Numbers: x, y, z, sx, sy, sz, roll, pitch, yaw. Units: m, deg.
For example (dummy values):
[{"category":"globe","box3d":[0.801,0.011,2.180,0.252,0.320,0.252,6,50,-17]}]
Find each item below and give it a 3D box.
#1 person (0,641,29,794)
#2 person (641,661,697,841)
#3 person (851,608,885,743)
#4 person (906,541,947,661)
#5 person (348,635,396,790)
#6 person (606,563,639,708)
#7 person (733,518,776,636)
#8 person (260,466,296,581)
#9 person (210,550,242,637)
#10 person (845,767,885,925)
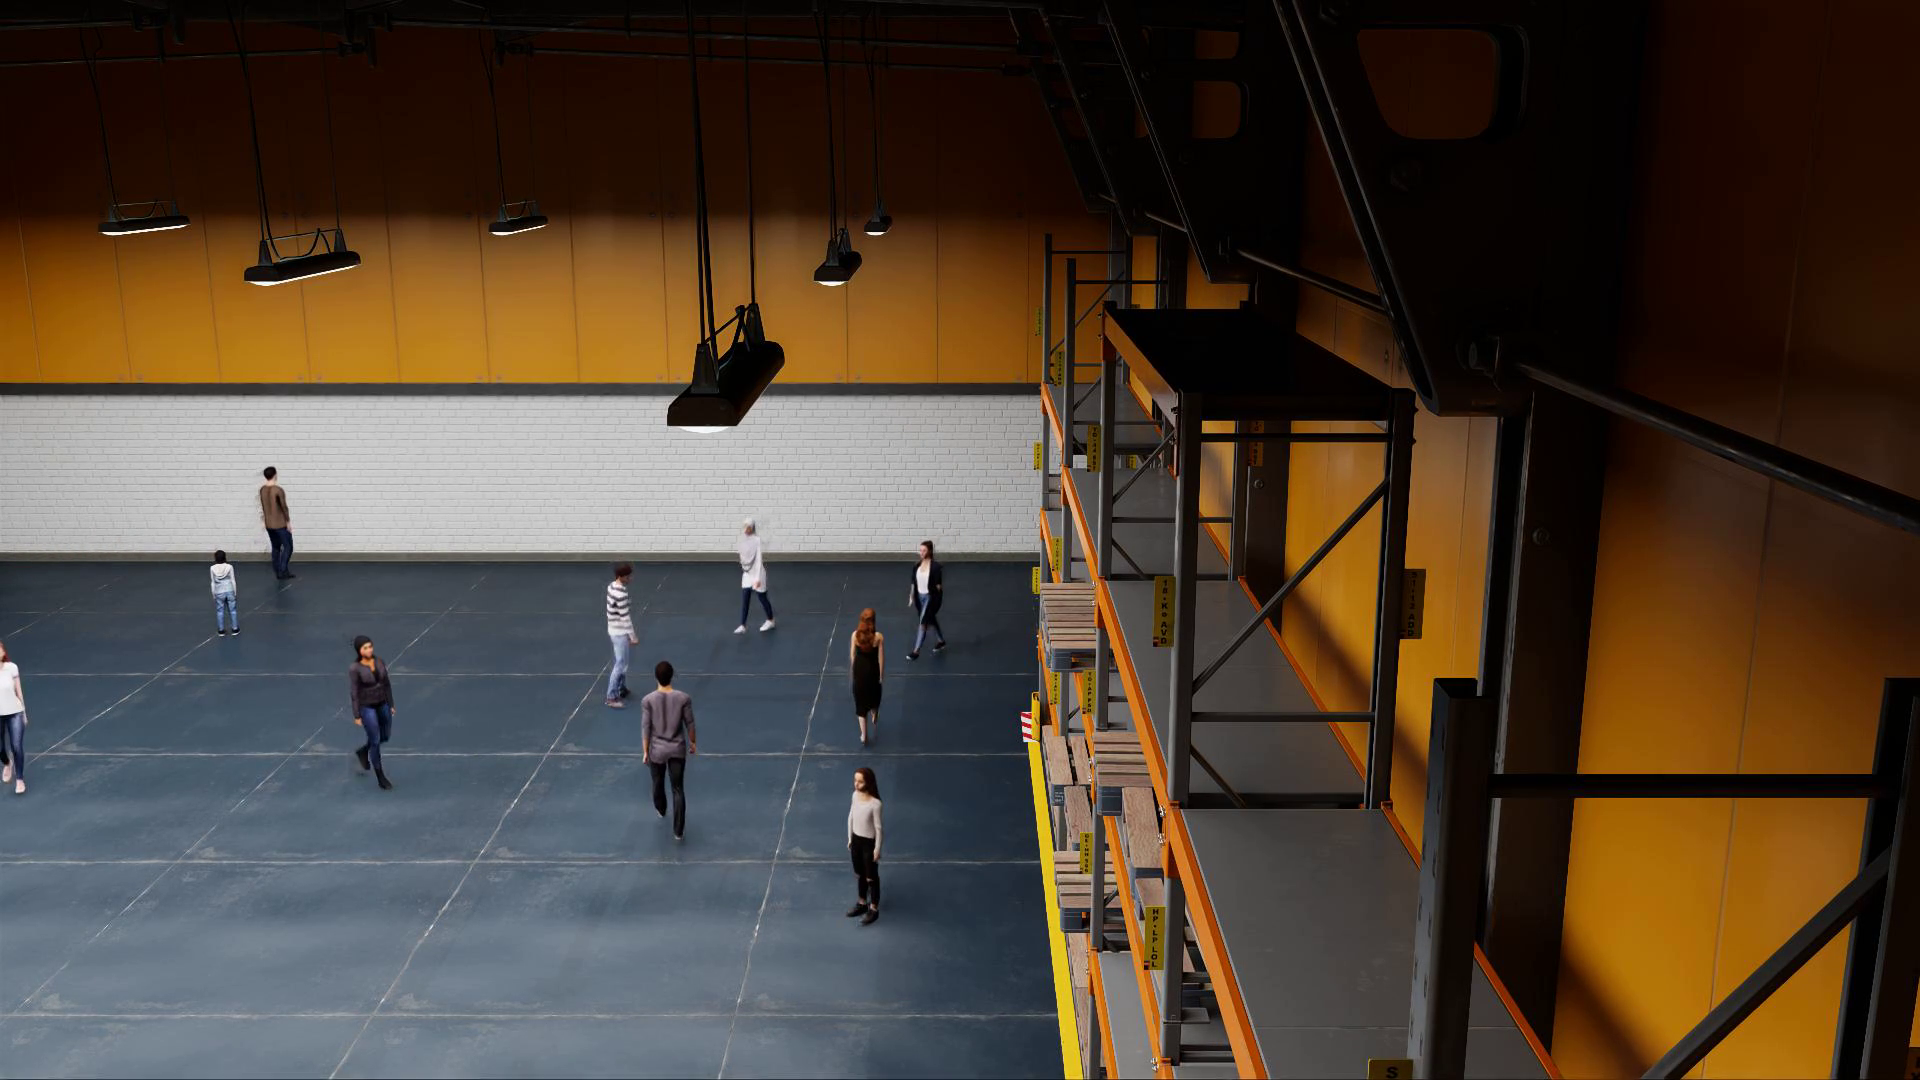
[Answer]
[{"category":"person","box3d":[-10.519,1.928,18.357,0.737,1.725,0.838,-6,15,-25]},{"category":"person","box3d":[-2.990,2.197,17.088,0.890,1.799,1.245,-3,14,-12]},{"category":"person","box3d":[-1.128,1.650,19.848,0.544,1.563,1.100,0,14,0]},{"category":"person","box3d":[-0.399,0.836,23.066,1.057,1.631,1.202,10,17,36]},{"category":"person","box3d":[-6.581,1.888,18.513,1.002,1.729,0.988,10,17,37]},{"category":"person","box3d":[-4.353,1.172,21.256,1.039,1.829,0.828,-10,17,-36]},{"category":"person","box3d":[-2.932,0.512,24.172,1.003,1.741,1.137,12,18,40]},{"category":"person","box3d":[-11.138,-0.259,27.051,0.788,1.884,0.812,5,15,21]},{"category":"person","box3d":[-10.698,0.761,24.173,0.537,1.255,0.553,-4,14,-17]},{"category":"person","box3d":[-0.856,2.786,15.325,0.620,1.485,0.667,12,18,40]}]
